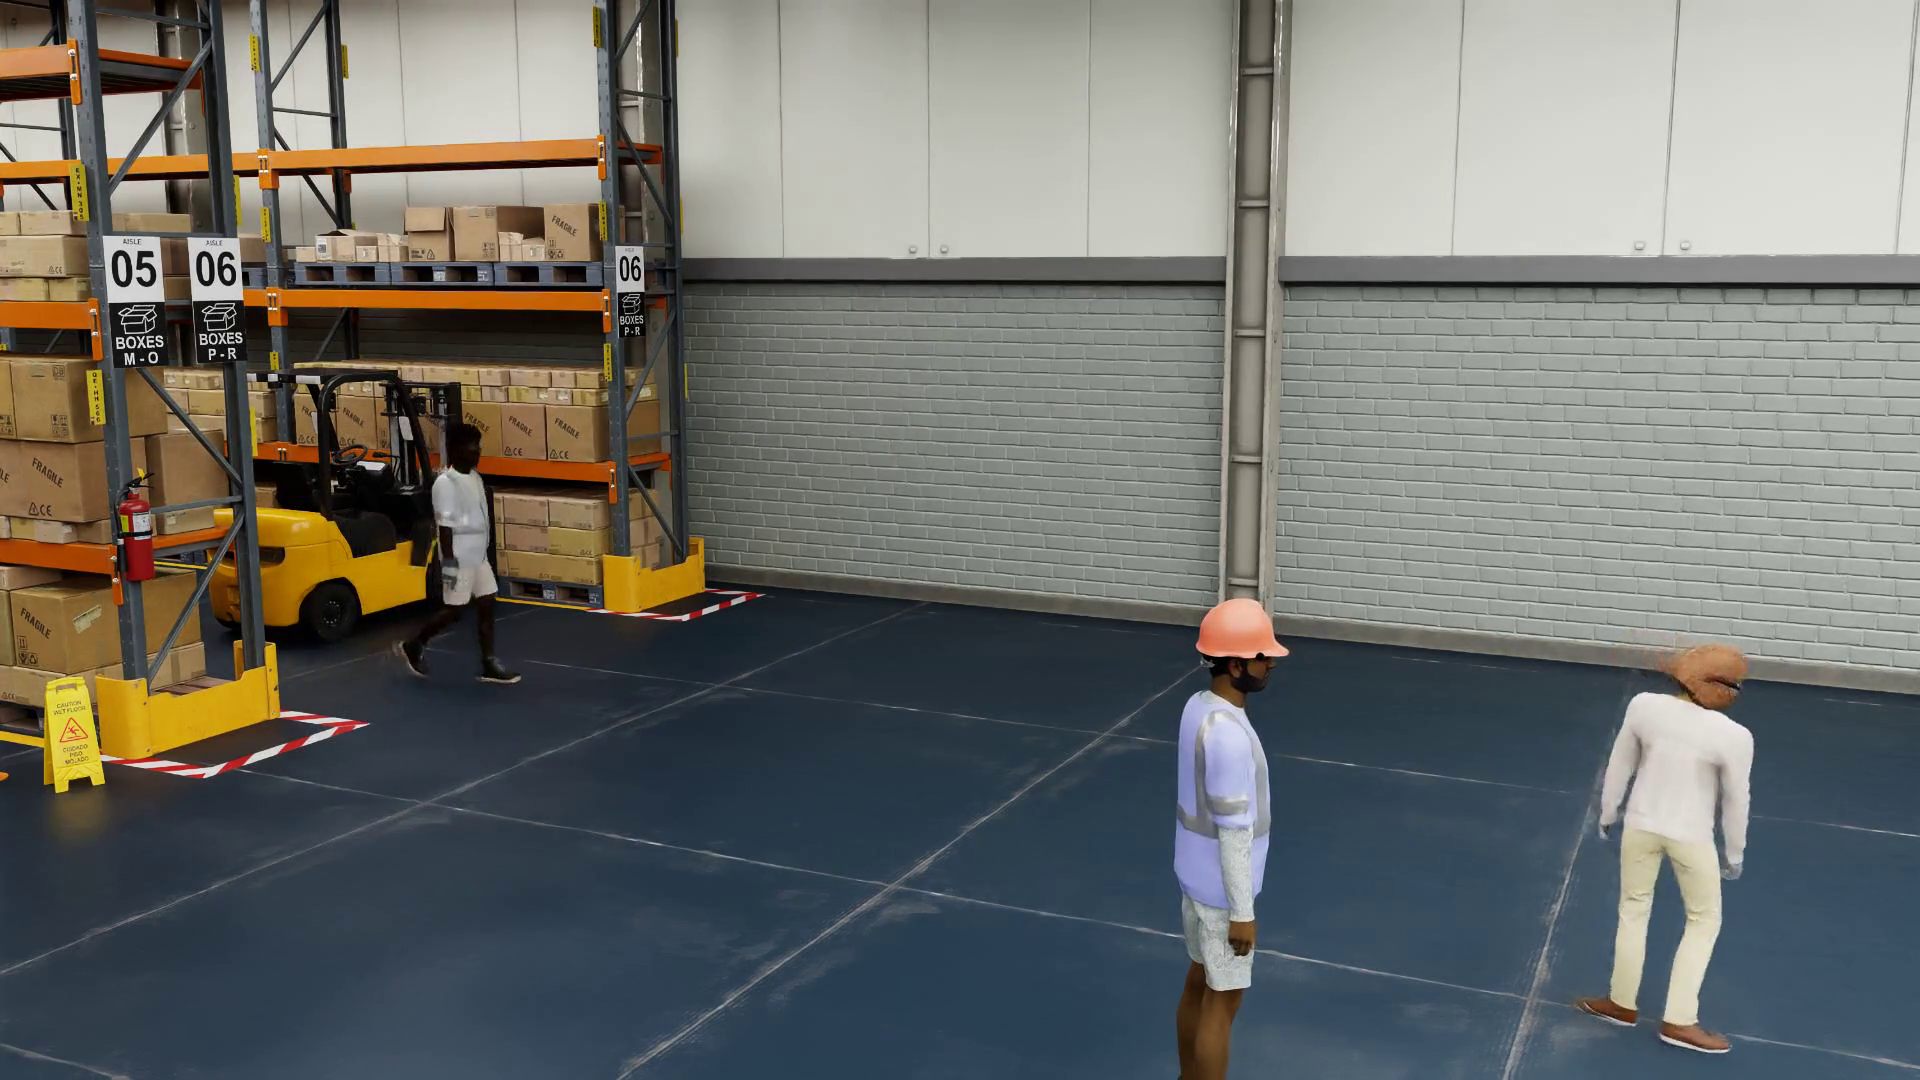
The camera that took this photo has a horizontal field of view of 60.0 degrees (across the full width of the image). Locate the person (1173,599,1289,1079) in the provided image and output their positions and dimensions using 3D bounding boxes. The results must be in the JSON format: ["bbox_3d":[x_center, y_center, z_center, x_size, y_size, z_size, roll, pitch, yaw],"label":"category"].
[{"bbox_3d":[0.914,1.153,5.671,0.358,1.938,0.542,-1,9,-5],"label":"person"}]

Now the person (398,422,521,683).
[{"bbox_3d":[-3.685,0.101,12.135,0.814,1.942,0.606,2,9,10],"label":"person"}]

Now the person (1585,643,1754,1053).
[{"bbox_3d":[2.799,1.174,6.583,0.605,1.597,0.321,8,12,42],"label":"person"}]
